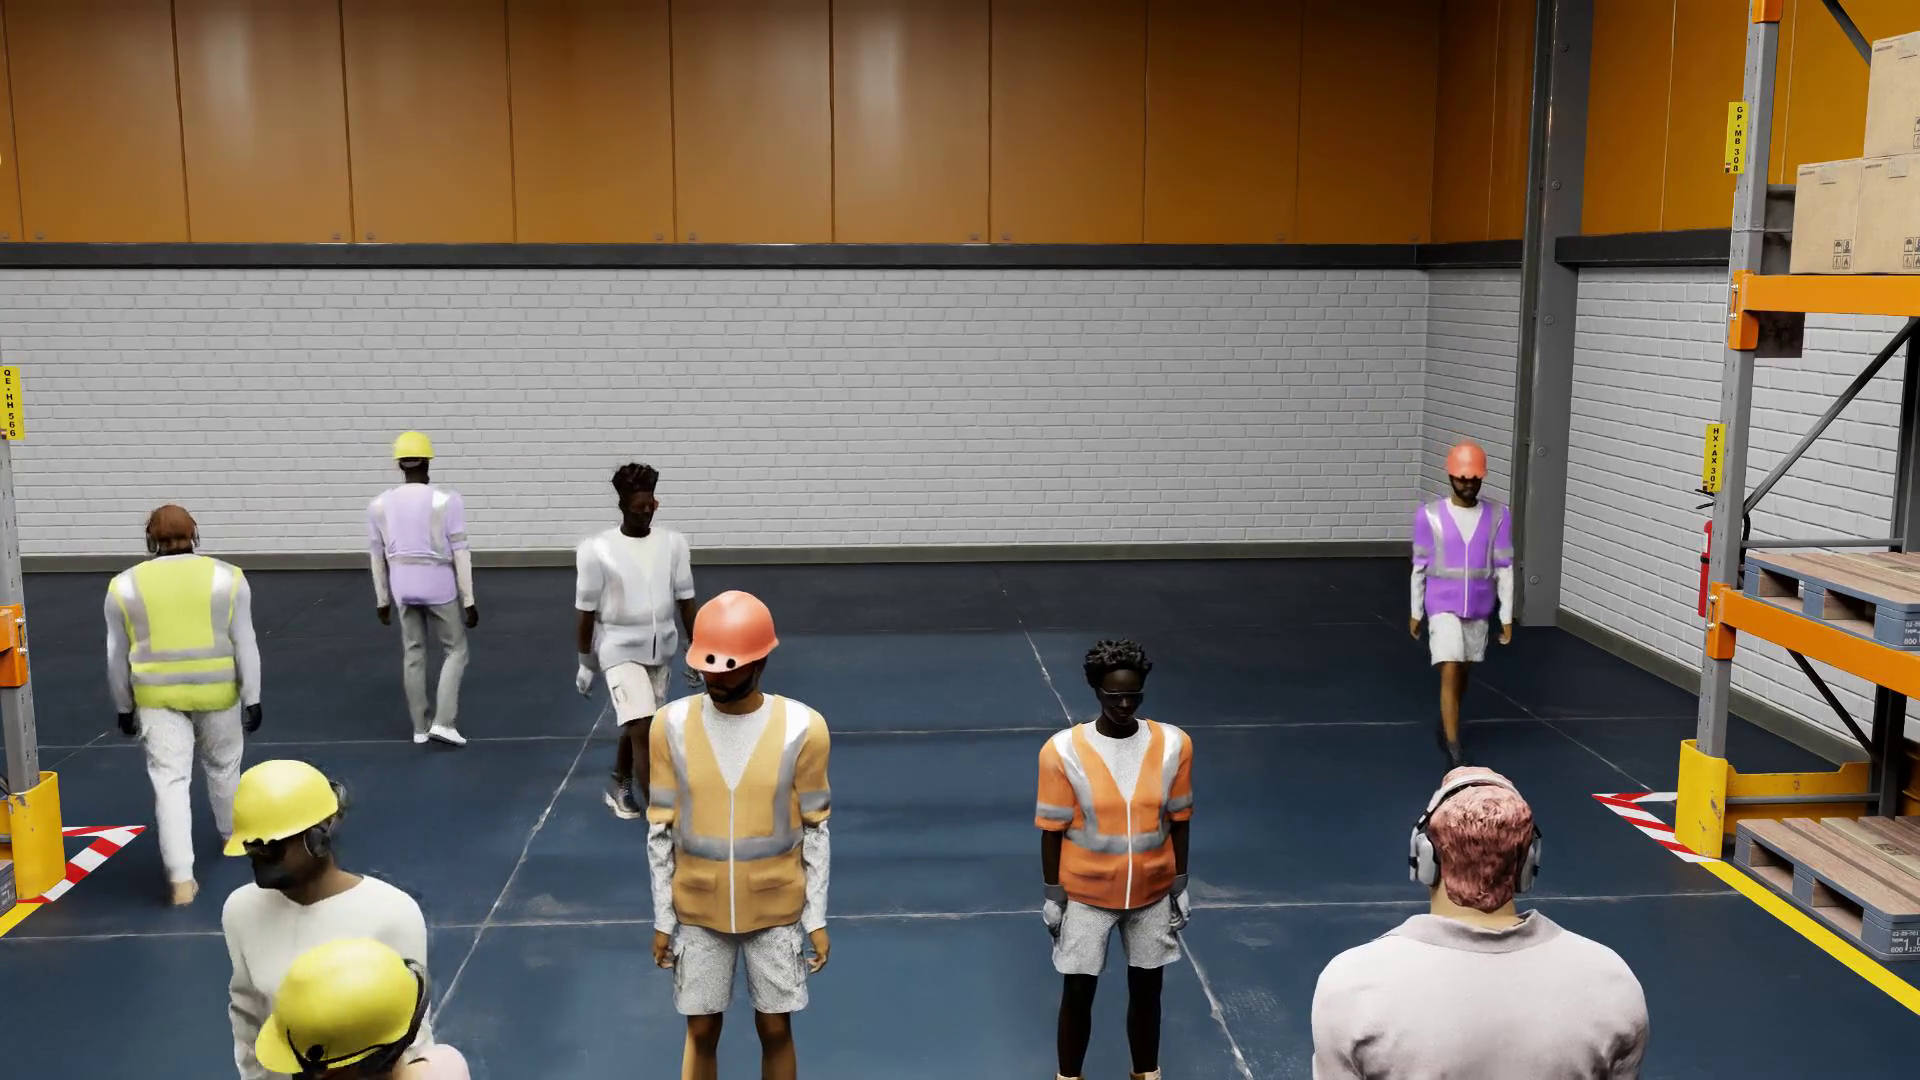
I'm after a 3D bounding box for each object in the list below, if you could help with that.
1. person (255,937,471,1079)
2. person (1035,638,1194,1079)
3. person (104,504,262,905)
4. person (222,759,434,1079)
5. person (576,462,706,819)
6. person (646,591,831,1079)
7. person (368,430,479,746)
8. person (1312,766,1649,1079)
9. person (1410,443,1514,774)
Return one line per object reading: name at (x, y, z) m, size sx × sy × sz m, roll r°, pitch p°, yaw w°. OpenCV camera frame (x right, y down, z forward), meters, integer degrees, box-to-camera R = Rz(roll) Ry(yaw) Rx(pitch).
person at (-0.989, 1.502, 3.030) m, size 0.328 × 1.722 × 0.650 m, roll 1°, pitch 9°, yaw 8°
person at (0.502, 1.138, 5.417) m, size 0.530 × 1.689 × 0.321 m, roll -2°, pitch 9°, yaw -11°
person at (-3.604, 0.722, 7.751) m, size 0.646 × 1.782 × 0.968 m, roll -4°, pitch 10°, yaw -22°
person at (-1.463, 1.347, 3.927) m, size 0.534 × 1.744 × 0.394 m, roll 1°, pitch 9°, yaw 6°
person at (-1.610, 0.554, 8.393) m, size 0.620 × 1.914 × 0.997 m, roll -8°, pitch 12°, yaw -39°
person at (-0.653, 1.094, 4.930) m, size 0.543 × 1.932 × 0.376 m, roll 0°, pitch 9°, yaw -1°
person at (-3.205, 0.302, 9.940) m, size 0.647 × 1.922 × 0.418 m, roll 1°, pitch 9°, yaw 7°
person at (0.964, 1.375, 3.243) m, size 0.651 × 1.907 × 0.409 m, roll -1°, pitch 9°, yaw -5°
person at (2.895, 0.369, 9.625) m, size 0.559 × 1.895 × 0.976 m, roll 1°, pitch 9°, yaw 3°
